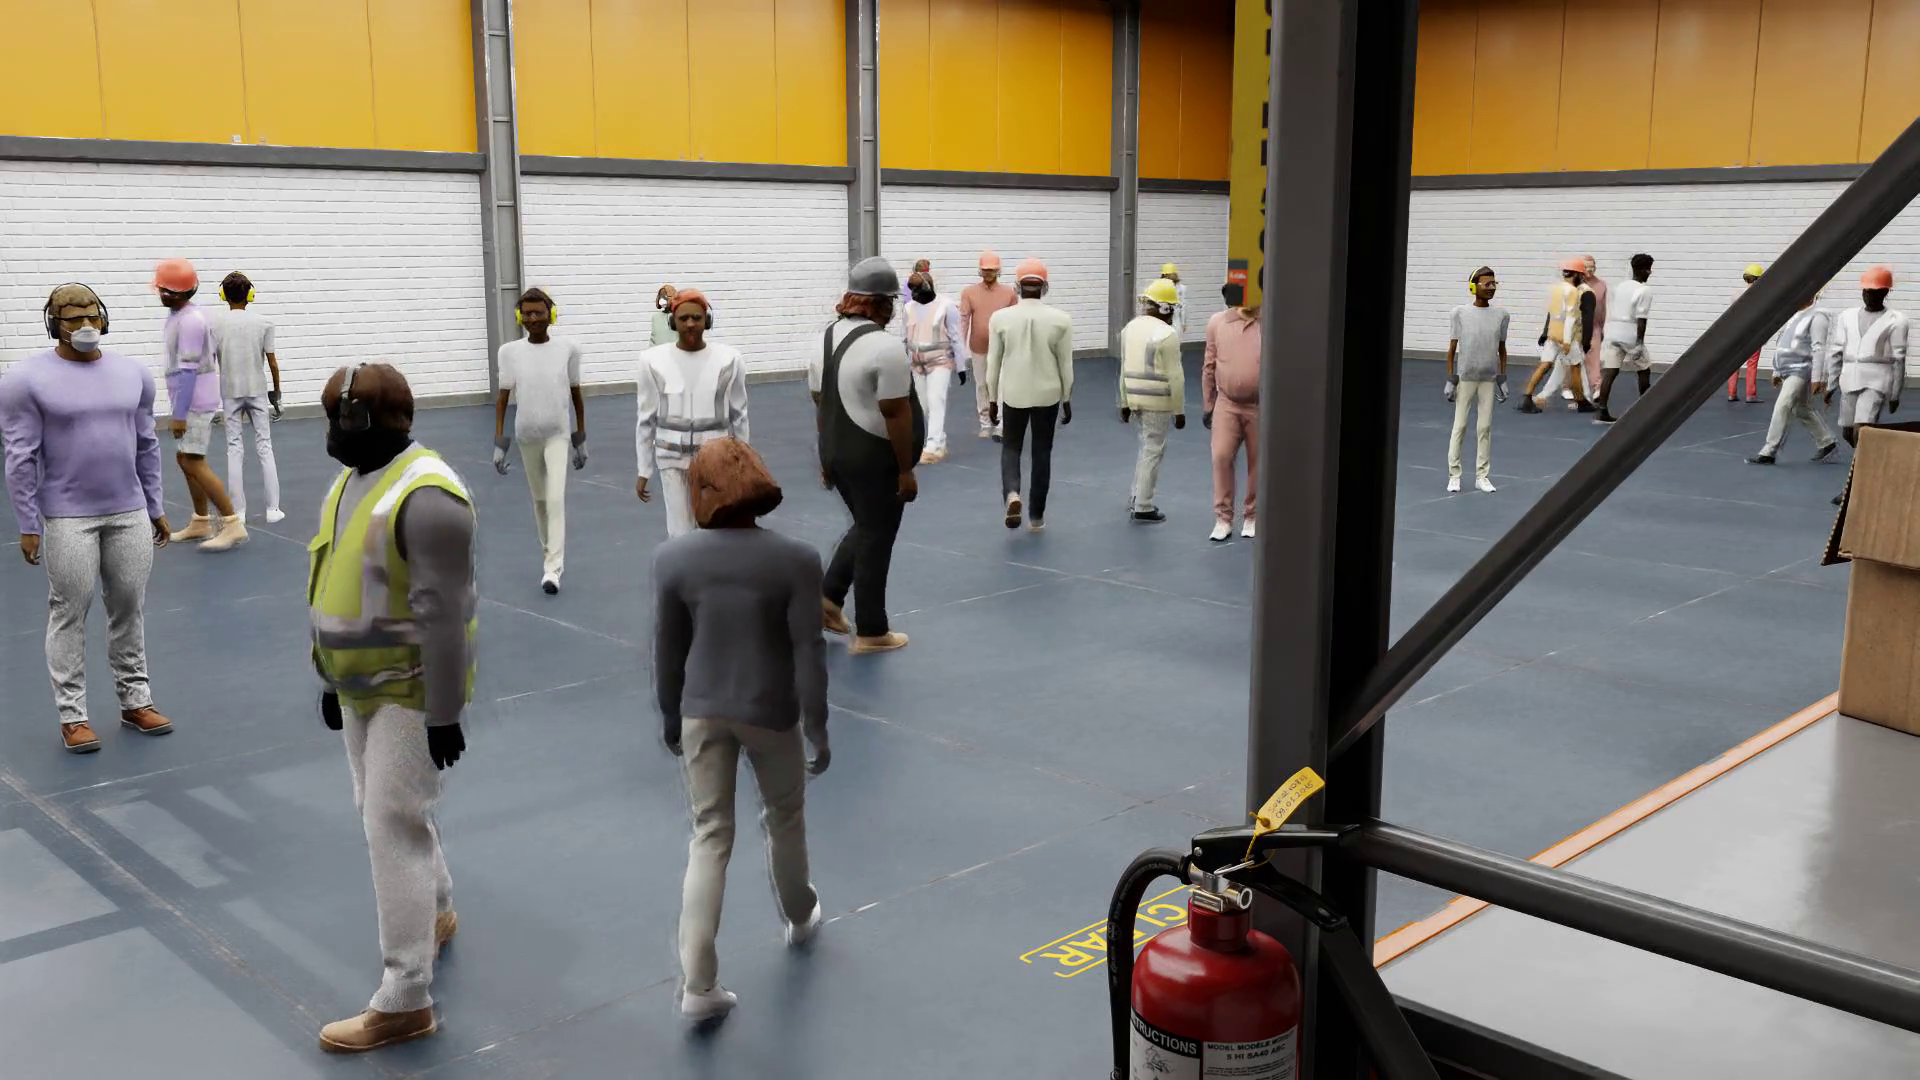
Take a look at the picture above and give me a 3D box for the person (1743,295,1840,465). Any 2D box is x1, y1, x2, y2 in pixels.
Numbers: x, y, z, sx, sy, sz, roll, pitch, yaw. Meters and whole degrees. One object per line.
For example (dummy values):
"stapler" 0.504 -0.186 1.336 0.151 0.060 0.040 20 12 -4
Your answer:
"person" 7.809 -1.578 15.429 0.902 1.796 0.604 0 10 0

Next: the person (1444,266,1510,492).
"person" 4.305 -1.328 13.841 0.530 1.875 0.323 0 10 2

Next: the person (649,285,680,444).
"person" -2.954 -1.773 16.913 0.500 1.636 0.280 6 12 29

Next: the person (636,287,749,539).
"person" -1.419 -0.401 8.827 0.590 1.865 0.446 -1 10 -7

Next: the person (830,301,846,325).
"person" -0.983 -1.663 15.885 0.543 1.801 0.943 4 11 19

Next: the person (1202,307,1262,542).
"person" 1.976 -0.915 11.555 0.674 1.878 0.772 4 11 20

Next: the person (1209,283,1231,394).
"person" 2.748 -1.758 16.711 0.539 1.676 0.568 3 11 16

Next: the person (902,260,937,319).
"person" -0.540 -3.023 23.326 0.584 1.796 0.999 10 14 42

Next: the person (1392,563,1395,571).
"person" 2.479 -0.717 10.472 0.688 1.896 0.596 -9 13 -39

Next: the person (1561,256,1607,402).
"person" 7.999 -2.694 21.306 0.676 1.856 0.968 0 10 -1

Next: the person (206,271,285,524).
"person" -5.304 -1.047 12.321 0.538 1.869 0.313 -5 11 -24

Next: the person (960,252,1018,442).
"person" 0.293 -1.989 17.231 0.619 1.951 0.973 1 10 6

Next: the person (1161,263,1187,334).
"person" 3.047 -3.169 24.278 0.502 1.726 0.399 6 12 30

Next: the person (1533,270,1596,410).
"person" 7.347 -2.467 20.268 0.988 1.783 0.635 -1 10 -8

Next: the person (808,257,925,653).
"person" -0.434 -0.433 8.506 0.538 2.000 0.687 -7 12 -32

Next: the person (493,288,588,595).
"person" -2.534 -0.595 10.000 0.539 1.814 0.992 -1 10 -7

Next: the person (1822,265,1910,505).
"person" 7.299 -1.250 13.340 0.865 1.909 0.548 -6 12 -31

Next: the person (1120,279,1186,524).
"person" 1.462 -1.020 12.331 0.503 1.809 0.601 -6 12 -29

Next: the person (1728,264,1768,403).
"person" 10.076 -2.633 21.243 0.305 1.772 0.525 -7 12 -32

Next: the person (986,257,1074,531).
"person" 0.502 -1.015 11.849 0.629 1.978 0.563 1 10 5

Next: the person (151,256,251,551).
"person" -5.200 -0.927 11.333 0.486 2.000 0.717 -6 12 -28

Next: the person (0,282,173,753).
"person" -3.624 -0.098 6.956 0.359 1.938 0.635 8 13 36

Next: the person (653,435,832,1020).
"person" -0.617 0.497 4.687 0.528 1.581 0.866 2 11 10

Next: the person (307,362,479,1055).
"person" -1.575 0.415 4.565 0.598 1.802 0.670 -10 14 -42

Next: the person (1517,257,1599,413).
"person" 7.197 -2.441 19.921 1.034 1.886 0.560 -2 11 -12

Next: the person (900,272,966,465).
"person" -0.279 -1.627 15.701 0.676 1.805 0.778 7 13 34

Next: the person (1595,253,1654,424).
"person" 7.638 -2.262 18.803 0.940 1.921 0.626 -5 11 -24
